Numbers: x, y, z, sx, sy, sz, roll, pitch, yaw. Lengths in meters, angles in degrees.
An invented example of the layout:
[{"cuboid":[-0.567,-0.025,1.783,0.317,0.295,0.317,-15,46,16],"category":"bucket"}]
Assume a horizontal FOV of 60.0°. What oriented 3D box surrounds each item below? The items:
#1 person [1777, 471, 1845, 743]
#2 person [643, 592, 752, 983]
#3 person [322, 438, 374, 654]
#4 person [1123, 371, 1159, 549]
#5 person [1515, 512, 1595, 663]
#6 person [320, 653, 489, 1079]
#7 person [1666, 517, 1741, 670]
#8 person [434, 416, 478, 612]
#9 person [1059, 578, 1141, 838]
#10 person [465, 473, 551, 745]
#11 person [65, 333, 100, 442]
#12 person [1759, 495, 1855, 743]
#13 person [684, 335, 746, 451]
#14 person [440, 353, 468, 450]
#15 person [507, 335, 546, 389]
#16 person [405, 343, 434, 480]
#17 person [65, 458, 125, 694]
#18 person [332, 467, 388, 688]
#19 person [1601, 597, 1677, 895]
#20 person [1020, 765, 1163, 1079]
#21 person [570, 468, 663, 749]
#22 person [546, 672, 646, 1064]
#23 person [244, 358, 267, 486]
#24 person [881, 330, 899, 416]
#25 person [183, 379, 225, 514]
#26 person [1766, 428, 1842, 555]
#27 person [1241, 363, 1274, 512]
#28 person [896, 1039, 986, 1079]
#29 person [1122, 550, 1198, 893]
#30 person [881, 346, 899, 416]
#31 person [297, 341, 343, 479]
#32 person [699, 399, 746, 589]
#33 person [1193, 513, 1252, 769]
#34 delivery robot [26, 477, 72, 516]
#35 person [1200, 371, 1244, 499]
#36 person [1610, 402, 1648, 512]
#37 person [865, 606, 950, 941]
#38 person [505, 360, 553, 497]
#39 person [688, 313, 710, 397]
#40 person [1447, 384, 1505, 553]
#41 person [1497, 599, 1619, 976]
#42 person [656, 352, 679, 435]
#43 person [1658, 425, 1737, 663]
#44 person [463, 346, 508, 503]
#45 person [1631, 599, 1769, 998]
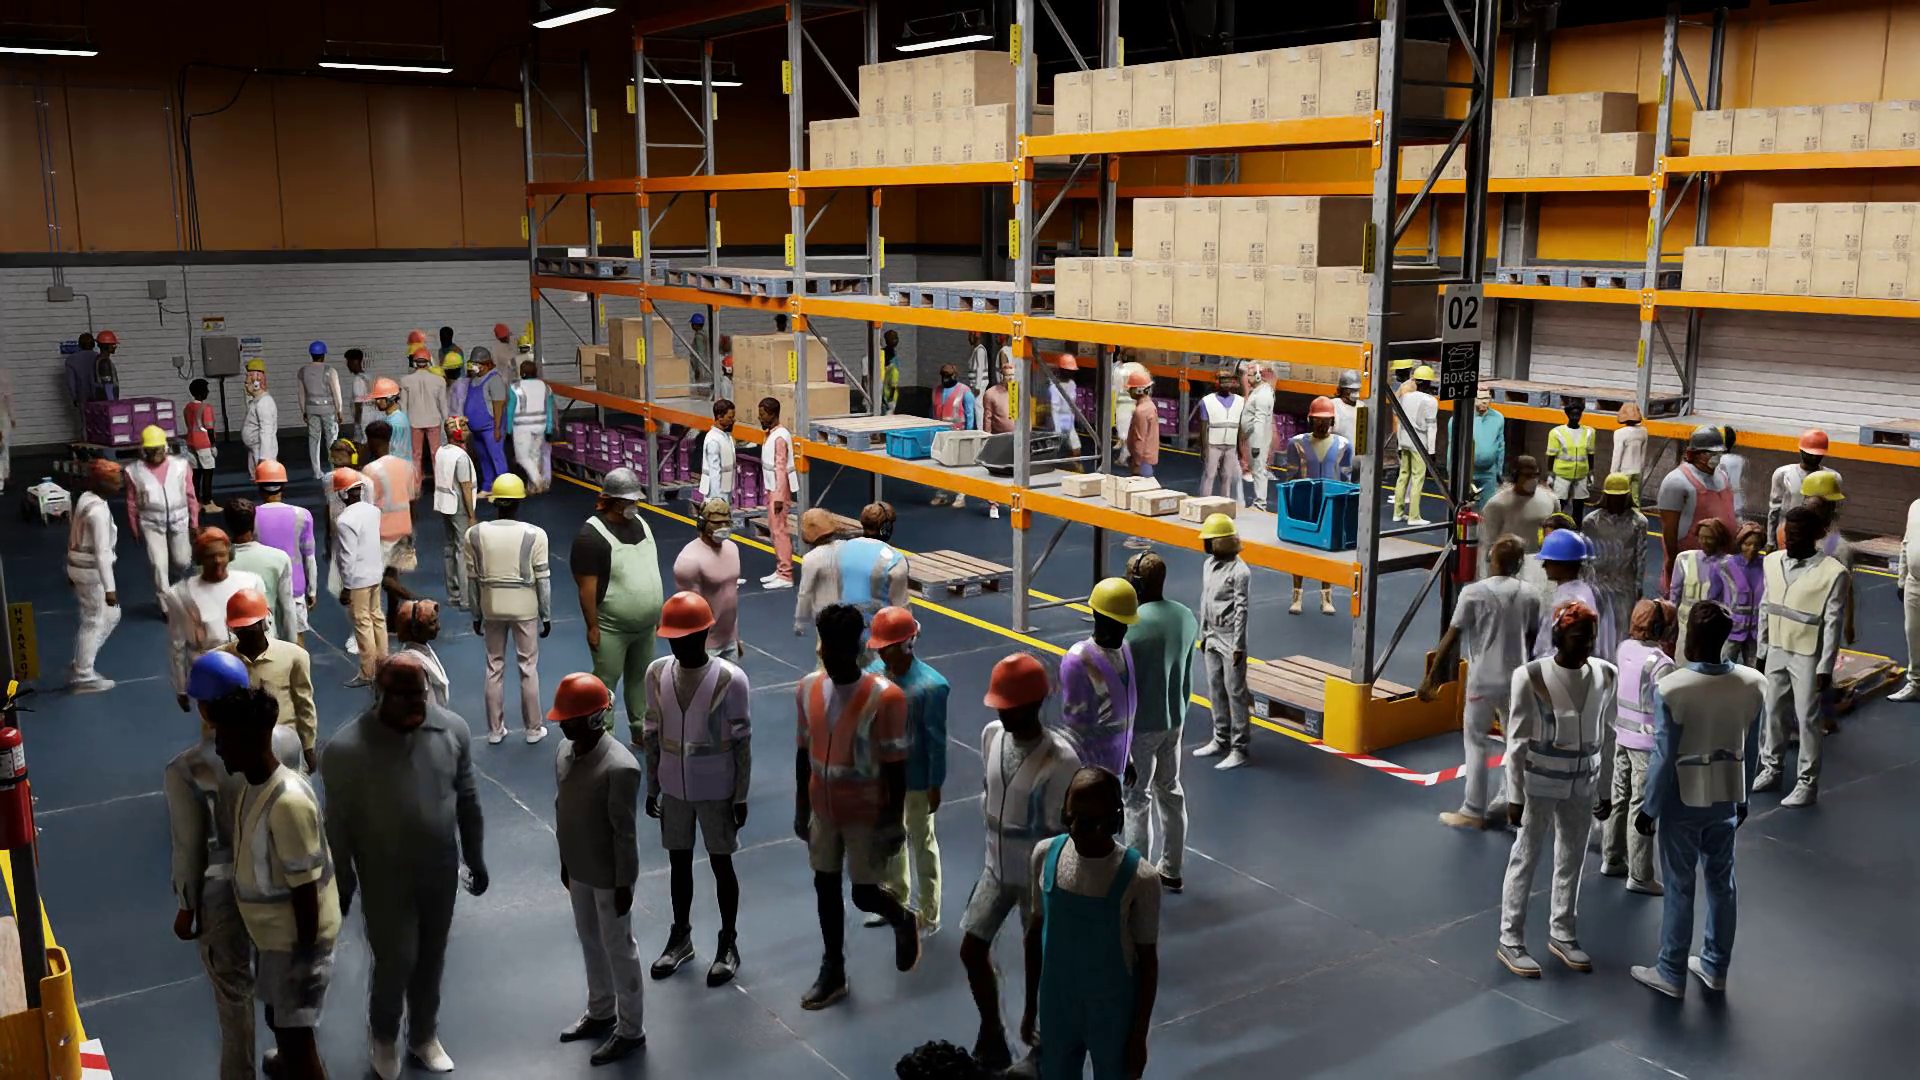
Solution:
[{"cuboid":[6.006,0.461,11.783,0.588,1.927,0.370,-7,13,-31],"category":"person"},{"cuboid":[-1.280,1.192,8.019,0.551,1.935,0.372,3,12,17],"category":"person"},{"cuboid":[-5.162,0.048,14.064,0.583,1.857,0.395,3,12,17],"category":"person"},{"cuboid":[2.019,-0.897,18.591,0.408,1.987,0.615,3,11,14],"category":"person"},{"cuboid":[3.747,0.720,10.657,0.539,1.846,0.404,5,12,23],"category":"person"},{"cuboid":[-2.341,1.398,7.104,0.649,1.890,0.442,-10,15,-42],"category":"person"},{"cuboid":[5.209,0.641,11.629,0.316,1.628,0.533,-10,15,-42],"category":"person"},{"cuboid":[-4.717,-0.248,15.618,0.390,1.846,0.565,-10,15,-41],"category":"person"},{"cuboid":[0.727,1.125,8.412,0.381,1.917,0.585,7,13,32],"category":"person"},{"cuboid":[-3.149,0.488,11.671,0.584,1.921,0.394,0,11,1],"category":"person"},{"cuboid":[-13.179,-2.176,25.252,0.630,1.940,0.372,-2,11,-10],"category":"person"},{"cuboid":[5.950,0.554,11.699,0.991,1.783,0.524,-6,13,-28],"category":"person"},{"cuboid":[-3.899,-2.307,26.229,0.901,1.841,0.609,-1,11,-4],"category":"person"},{"cuboid":[-6.643,-1.518,22.038,0.395,1.892,0.745,-4,12,-20],"category":"person"},{"cuboid":[-6.815,-2.303,26.205,0.595,1.827,0.403,-3,11,-13],"category":"person"},{"cuboid":[-7.568,-1.807,23.383,0.356,1.930,0.589,-2,11,-12],"category":"person"},{"cuboid":[-6.700,0.284,12.900,0.537,1.845,0.613,-6,13,-30],"category":"person"},{"cuboid":[-4.750,0.292,13.107,0.339,1.747,0.564,1,11,6],"category":"person"},{"cuboid":[3.748,1.121,9.143,0.309,1.641,0.514,-2,11,-11],"category":"person"},{"cuboid":[0.444,1.669,5.813,0.508,1.846,0.345,6,13,29],"category":"person"},{"cuboid":[-2.264,0.502,11.281,0.535,2.000,0.681,7,13,33],"category":"person"},{"cuboid":[-1.619,1.426,7.326,0.557,1.744,0.346,10,15,42],"category":"person"},{"cuboid":[-9.646,-1.623,22.891,0.337,1.757,0.518,0,11,-1],"category":"person"},{"cuboid":[-1.150,-2.508,27.188,0.325,1.843,0.517,1,11,5],"category":"person"},{"cuboid":[-9.446,-1.166,20.730,0.529,1.689,0.321,8,14,36],"category":"person"},{"cuboid":[7.166,0.001,14.150,0.549,1.925,0.389,4,12,20],"category":"person"},{"cuboid":[3.642,-1.223,20.483,0.399,1.900,0.644,2,11,8],"category":"person"},{"cuboid":[-0.030,2.057,4.206,0.320,1.695,0.537,-10,15,-41],"category":"person"},{"cuboid":[1.019,1.011,8.972,0.632,1.932,0.367,-10,15,-42],"category":"person"},{"cuboid":[-1.155,-2.220,26.144,0.420,1.677,0.573,-8,13,-34],"category":"person"},{"cuboid":[-8.977,-1.818,23.390,0.602,1.949,0.391,1,11,5],"category":"person"},{"cuboid":[-2.382,-0.452,16.518,0.398,1.909,0.599,0,11,2],"category":"person"},{"cuboid":[1.758,0.674,11.204,0.355,1.734,0.489,-5,12,-23],"category":"person"},{"cuboid":[-10.989,-0.513,20.053,0.477,0.478,0.707,-10,15,-40],"category":"delivery robot"},{"cuboid":[3.162,-1.133,20.148,0.564,1.846,0.390,-4,12,-17],"category":"person"},{"cuboid":[7.448,-0.723,18.594,0.507,1.632,0.275,-6,13,-28],"category":"person"},{"cuboid":[-0.311,1.189,8.549,0.573,1.738,0.352,10,15,41],"category":"person"},{"cuboid":[-5.633,-1.452,21.852,0.635,1.820,0.727,-10,15,-43],"category":"person"},{"cuboid":[-4.689,-3.111,30.003,0.383,1.951,0.605,-1,11,-4],"category":"person"},{"cuboid":[5.603,-0.745,18.041,0.644,1.900,0.399,-2,11,-10],"category":"person"},{"cuboid":[2.926,1.206,8.122,0.573,1.877,0.344,-3,11,-13],"category":"person"},{"cuboid":[-4.623,-2.299,26.043,0.548,1.862,0.605,11,15,44],"category":"person"},{"cuboid":[5.975,0.089,13.397,0.677,2.000,0.536,-6,12,-27],"category":"person"},{"cuboid":[-6.167,-1.509,21.576,0.536,2.000,0.684,-10,15,-43],"category":"person"},{"cuboid":[3.503,1.227,7.882,0.587,1.920,0.391,-3,11,-14],"category":"person"}]
